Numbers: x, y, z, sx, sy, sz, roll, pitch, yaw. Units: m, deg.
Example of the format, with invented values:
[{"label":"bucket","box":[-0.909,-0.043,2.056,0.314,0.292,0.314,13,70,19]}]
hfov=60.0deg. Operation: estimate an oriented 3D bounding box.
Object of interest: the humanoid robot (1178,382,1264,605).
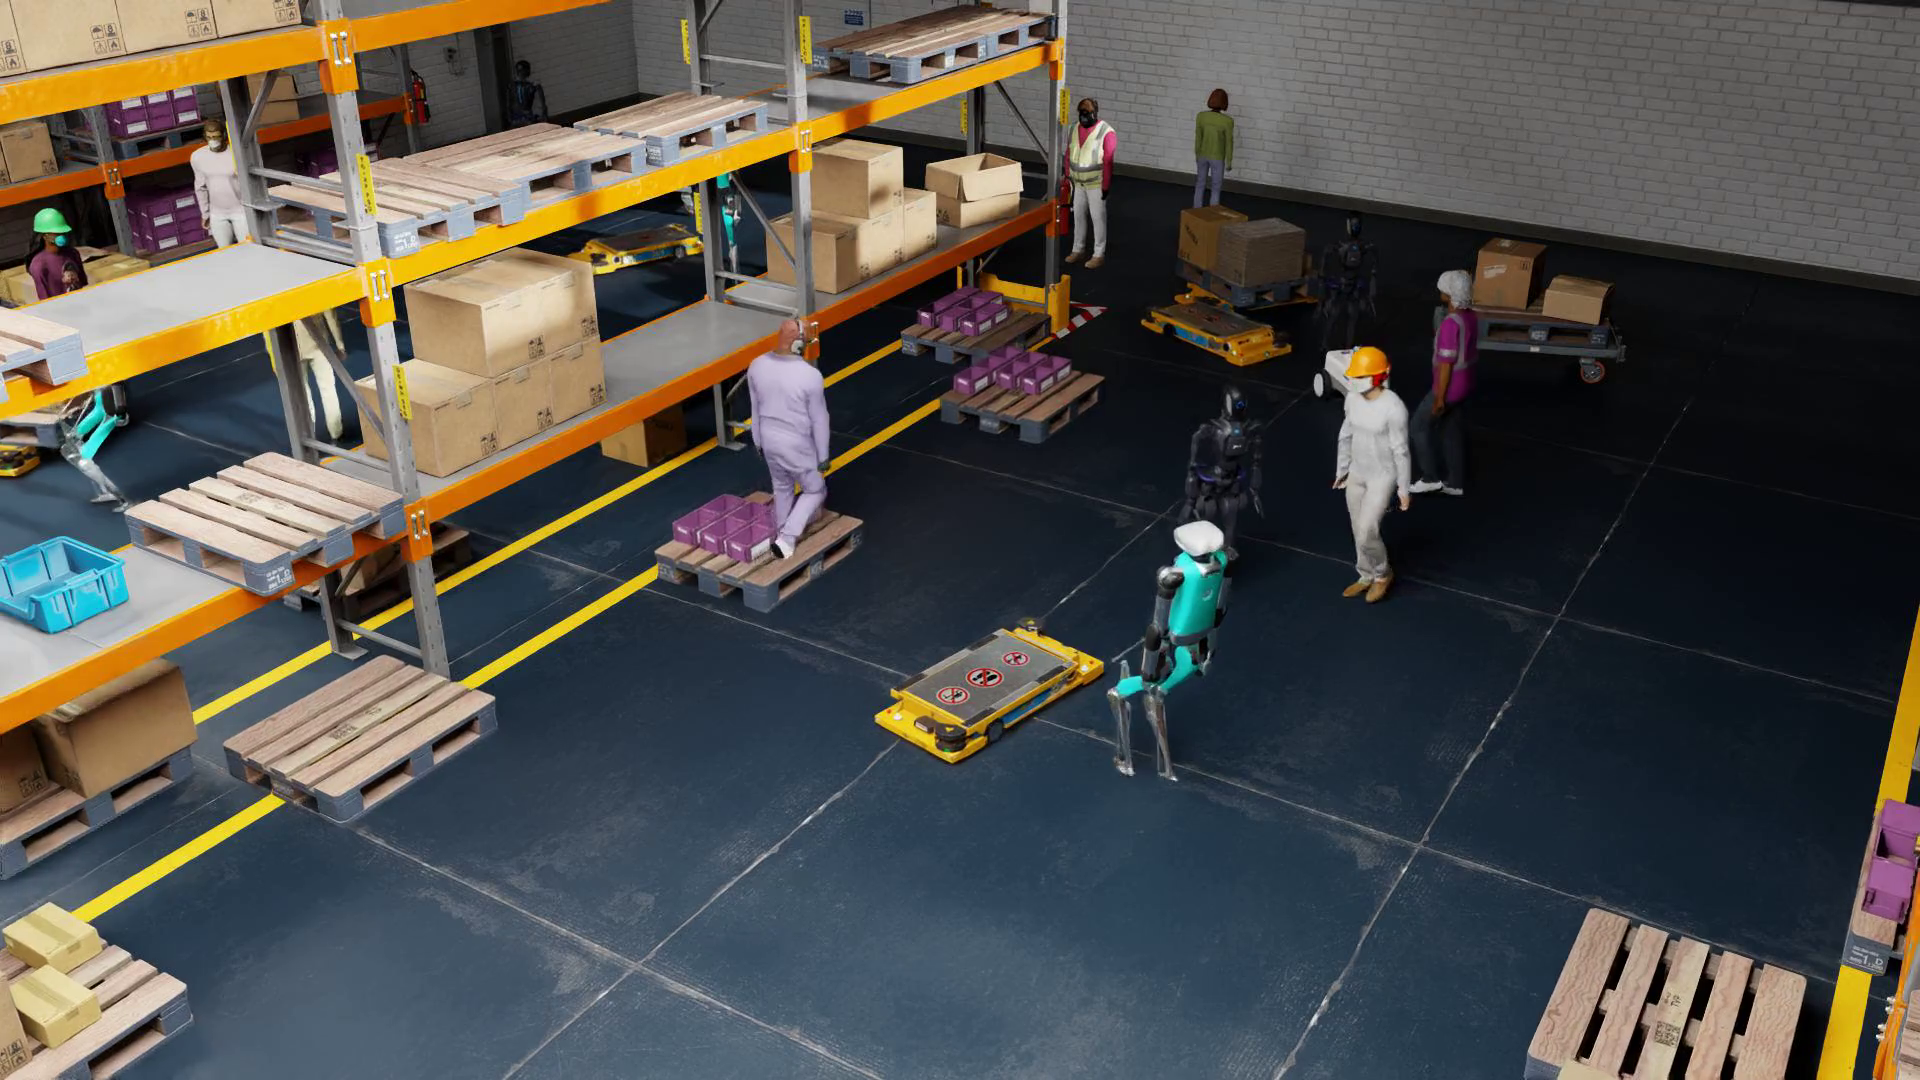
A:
[{"label":"humanoid robot","box":[1.766,-0.304,11.252,0.599,1.646,0.349,-8,28,-16]}]

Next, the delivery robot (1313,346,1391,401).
[{"label":"delivery robot","box":[3.487,-1.419,14.695,0.499,0.610,0.781,-6,27,-11]}]

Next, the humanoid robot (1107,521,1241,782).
[{"label":"humanoid robot","box":[1.118,0.630,9.379,0.541,1.809,0.795,-17,32,-30]}]

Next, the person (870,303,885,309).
[{"label":"person","box":[-0.975,-3.145,16.790,0.493,1.714,0.588,-20,33,-34]}]

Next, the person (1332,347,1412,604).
[{"label":"person","box":[2.772,-0.419,11.262,0.489,1.866,0.604,-16,31,-28]}]

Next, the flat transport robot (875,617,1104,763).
[{"label":"flat transport robot","box":[0.203,0.918,10.389,0.659,0.231,1.431,23,35,38]}]

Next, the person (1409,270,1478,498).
[{"label":"person","box":[3.741,-1.177,12.801,0.541,1.822,0.550,19,33,33]}]

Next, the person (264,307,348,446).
[{"label":"person","box":[-5.408,-1.604,13.751,0.639,1.719,0.439,-5,27,-9]}]

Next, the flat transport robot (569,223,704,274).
[{"label":"flat transport robot","box":[-3.585,-3.270,18.641,1.431,0.231,0.659,-20,33,-34]}]

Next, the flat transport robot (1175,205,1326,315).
[{"label":"flat transport robot","box":[3.012,-2.556,17.235,1.431,0.231,0.659,-12,29,-22]}]

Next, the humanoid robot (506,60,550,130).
[{"label":"humanoid robot","box":[-5.468,-5.203,20.966,0.589,1.642,0.781,5,27,11]}]

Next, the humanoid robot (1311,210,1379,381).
[{"label":"humanoid robot","box":[3.449,-2.178,14.950,0.583,1.644,0.418,-3,27,-6]}]

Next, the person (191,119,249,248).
[{"label":"person","box":[-7.395,-3.314,16.901,0.633,1.932,0.366,0,27,1]}]

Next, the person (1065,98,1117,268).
[{"label":"person","box":[1.391,-3.901,18.163,0.617,1.836,0.432,20,33,34]}]

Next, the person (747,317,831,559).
[{"label":"person","box":[-1.204,-0.656,11.716,0.645,1.873,0.617,15,30,27]}]

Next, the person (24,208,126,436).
[{"label":"person","box":[-7.472,-1.834,13.972,0.432,1.943,0.482,8,28,16]}]

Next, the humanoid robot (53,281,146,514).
[{"label":"humanoid robot","box":[-6.605,-1.048,12.621,0.780,1.749,0.534,-19,33,-33]}]

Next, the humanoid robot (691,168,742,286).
[{"label":"humanoid robot","box":[-2.525,-3.477,17.496,0.541,1.857,0.707,-1,27,-2]}]

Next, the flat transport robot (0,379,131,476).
[{"label":"flat transport robot","box":[-7.783,-0.913,13.996,0.659,0.231,1.431,4,27,8]}]

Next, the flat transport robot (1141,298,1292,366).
[{"label":"flat transport robot","box":[2.487,-2.038,16.213,0.659,0.231,1.431,-18,32,-31]}]

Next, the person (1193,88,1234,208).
[{"label":"person","box":[2.964,-4.462,19.490,0.493,1.623,0.283,18,32,32]}]
